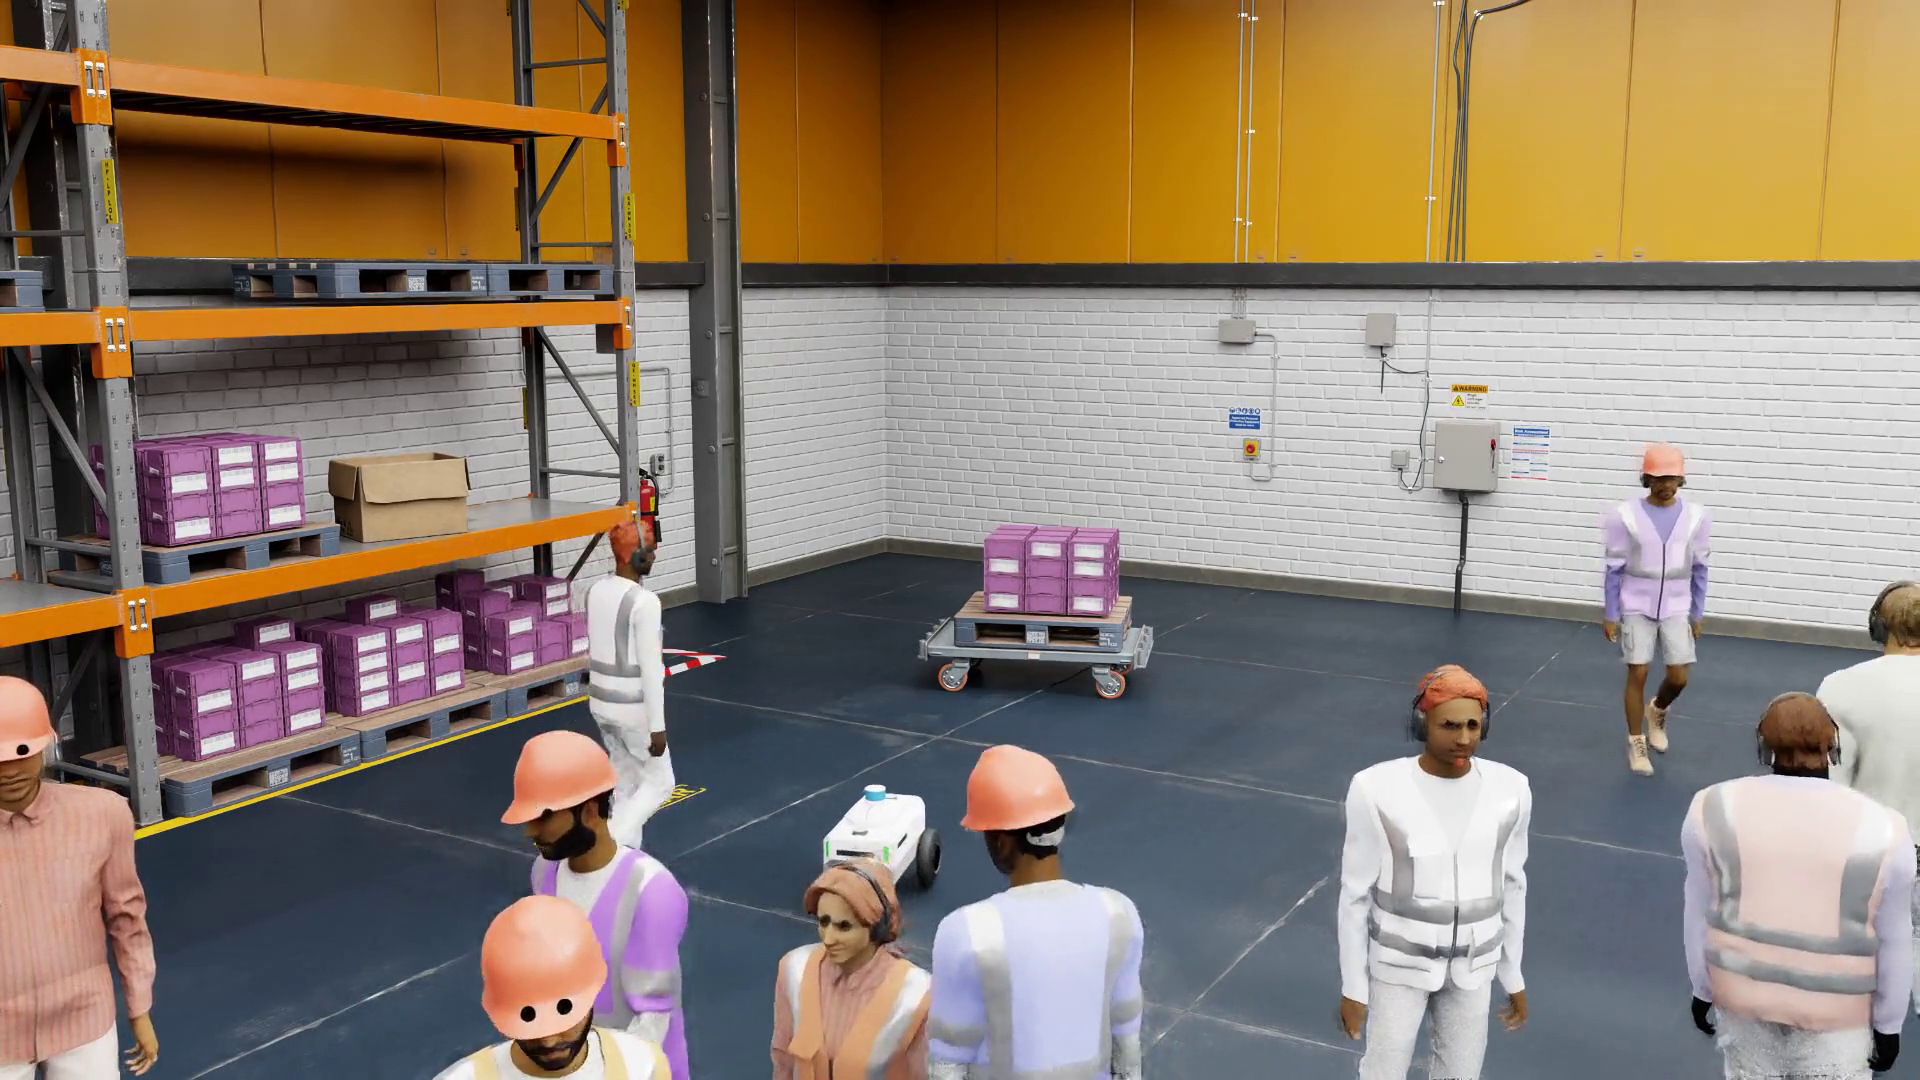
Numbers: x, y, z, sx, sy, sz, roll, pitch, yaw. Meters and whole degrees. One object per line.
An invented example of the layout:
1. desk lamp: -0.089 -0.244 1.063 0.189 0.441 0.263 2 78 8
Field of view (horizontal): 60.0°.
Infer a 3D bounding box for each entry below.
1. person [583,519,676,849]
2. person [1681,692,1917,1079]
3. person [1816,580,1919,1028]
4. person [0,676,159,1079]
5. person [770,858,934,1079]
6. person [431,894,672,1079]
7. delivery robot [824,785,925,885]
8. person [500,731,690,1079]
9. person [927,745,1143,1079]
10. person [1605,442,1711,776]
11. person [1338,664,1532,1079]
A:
1. person: -1.635 0.829 7.986 0.494 1.869 0.606 -9 13 -43
2. person: 2.409 1.360 4.863 0.630 1.812 0.614 6 11 32
3. person: 3.442 1.109 6.085 0.628 1.921 0.765 3 9 15
4. person: -2.505 1.331 4.501 0.622 1.987 0.406 -8 12 -41
5. person: -0.215 1.561 4.189 0.526 1.628 0.463 6 11 32
6. person: -0.774 1.591 3.224 0.548 1.858 1.084 -5 10 -27
7. delivery robot: -0.408 1.429 8.034 0.477 0.478 0.707 2 9 13
8. person: -0.953 1.412 4.310 0.539 1.867 1.002 5 11 30
9. person: 0.196 1.446 3.986 0.569 1.911 0.537 -4 10 -22
10. person: 4.216 0.407 10.116 0.609 2.031 0.531 1 9 9
11. person: 1.424 1.301 5.024 0.595 1.876 0.338 -1 9 -5
